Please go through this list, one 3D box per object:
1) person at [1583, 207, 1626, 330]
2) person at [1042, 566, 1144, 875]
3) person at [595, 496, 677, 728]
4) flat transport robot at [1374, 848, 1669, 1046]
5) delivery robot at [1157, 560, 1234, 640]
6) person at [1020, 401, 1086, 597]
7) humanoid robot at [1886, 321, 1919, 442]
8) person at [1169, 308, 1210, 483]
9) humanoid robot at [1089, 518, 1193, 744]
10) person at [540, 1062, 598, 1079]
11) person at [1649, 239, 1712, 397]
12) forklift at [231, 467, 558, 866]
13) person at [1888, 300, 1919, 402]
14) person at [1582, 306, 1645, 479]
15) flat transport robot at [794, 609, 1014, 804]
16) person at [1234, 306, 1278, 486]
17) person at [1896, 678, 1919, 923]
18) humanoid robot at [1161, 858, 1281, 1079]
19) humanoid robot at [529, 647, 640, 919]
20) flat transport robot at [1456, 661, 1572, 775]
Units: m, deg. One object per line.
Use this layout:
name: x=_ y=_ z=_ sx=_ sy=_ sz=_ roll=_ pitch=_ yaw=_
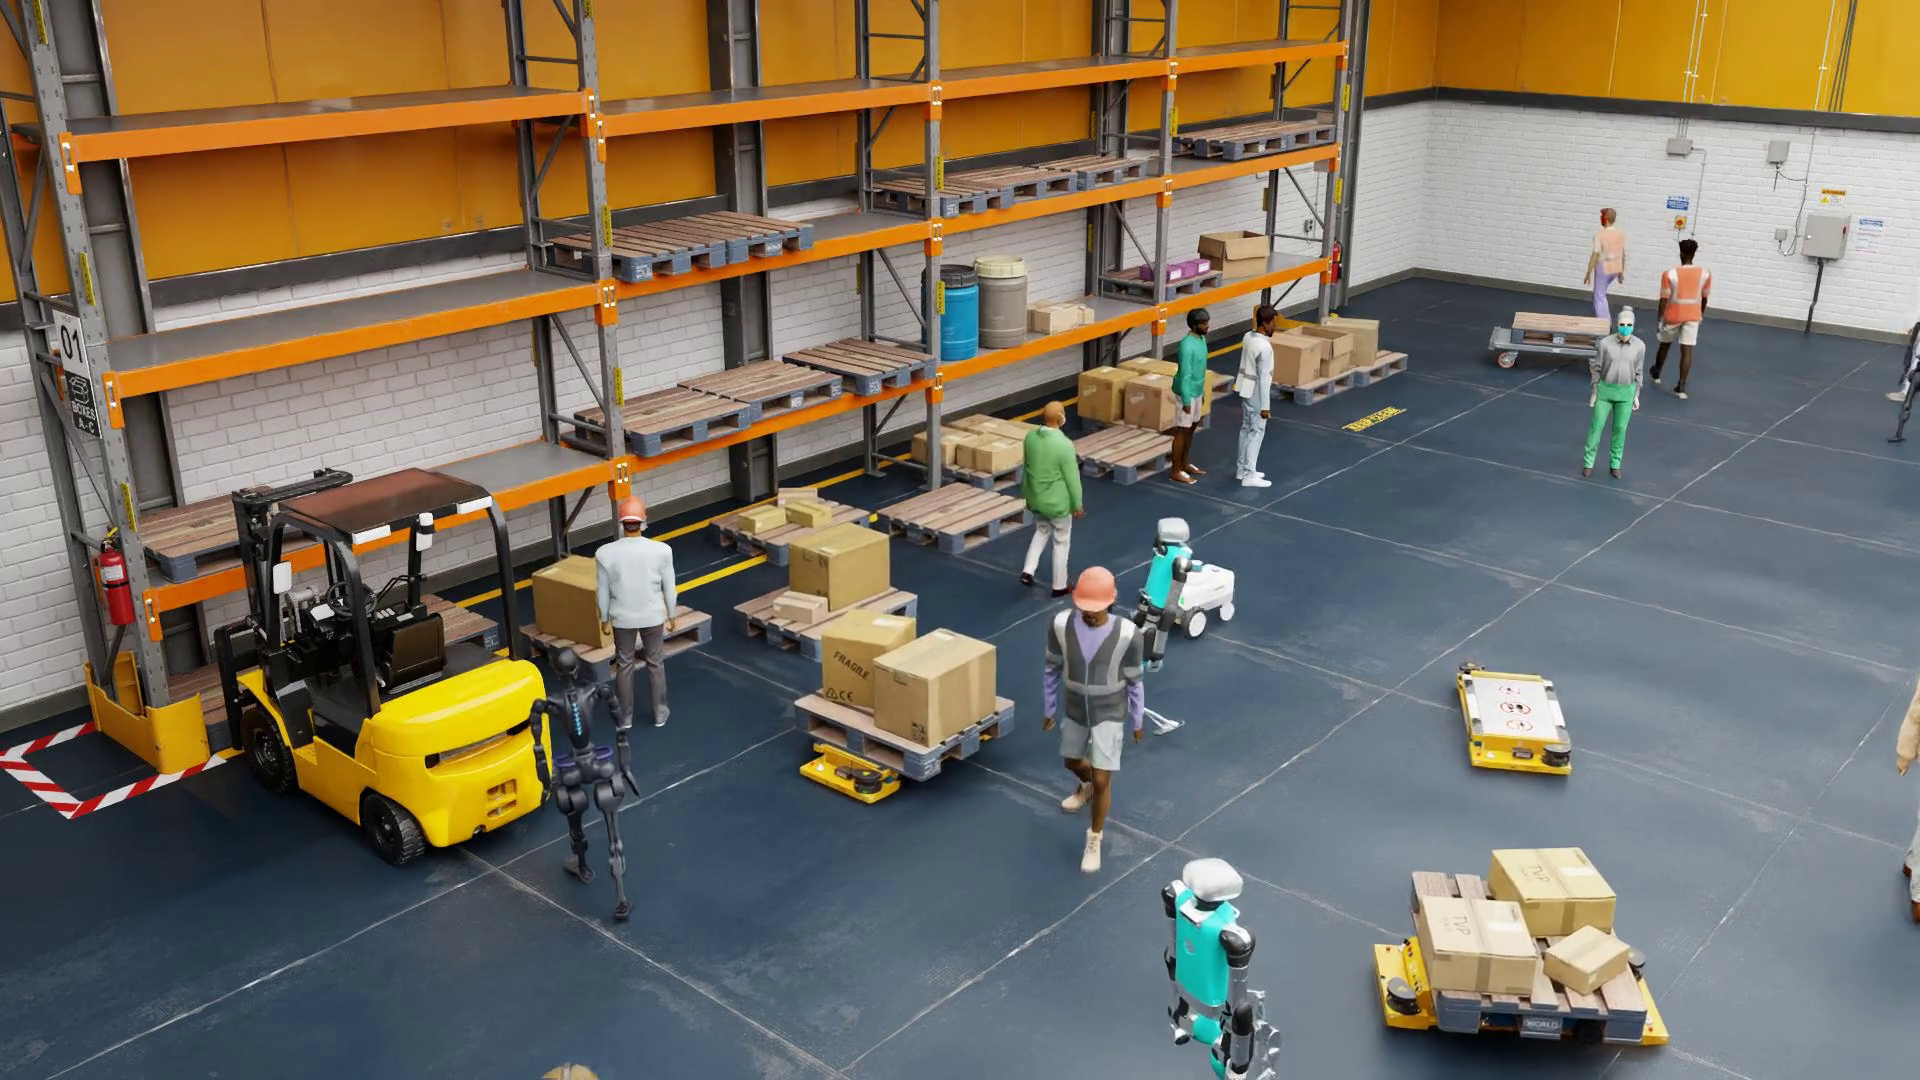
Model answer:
person: x=9.105 y=-3.763 z=23.491 sx=0.577 sy=1.825 sz=0.458 roll=-12 pitch=23 yaw=-30
person: x=0.859 y=1.009 z=10.330 sx=0.634 sy=2.000 sz=0.858 roll=8 pitch=22 yaw=20
person: x=-2.324 y=0.524 z=12.007 sx=0.571 sy=1.740 sz=0.351 roll=-4 pitch=21 yaw=-10
flat transport robot: x=3.009 y=2.416 z=9.005 sx=1.431 sy=0.231 sz=0.659 roll=2 pitch=20 yaw=7
delivery robot: x=1.936 y=0.479 z=13.868 sx=0.808 sy=0.614 sz=0.499 roll=-17 pitch=26 yaw=-39
person: x=0.802 y=-0.345 z=14.308 sx=0.465 sy=1.769 sz=0.565 roll=-19 pitch=28 yaw=-41
humanoid robot: x=10.930 y=-1.891 z=18.735 sx=0.785 sy=1.646 sz=0.608 roll=-10 pitch=22 yaw=-24
person: x=2.398 y=-1.524 z=17.420 sx=0.386 sy=1.841 sz=0.492 roll=10 pitch=22 yaw=25
humanoid robot: x=1.133 y=0.701 z=11.566 sx=1.002 sy=1.715 sz=0.537 roll=-4 pitch=21 yaw=-10
person: x=-1.245 y=2.664 z=5.980 sx=0.904 sy=1.910 sz=0.630 roll=-3 pitch=21 yaw=-9
person: x=9.003 y=-2.809 z=20.789 sx=0.610 sy=1.909 sz=1.018 roll=4 pitch=21 yaw=11
forklift: x=-3.730 y=0.710 z=10.856 sx=2.313 sy=2.155 sz=1.214 roll=17 pitch=26 yaw=38
person: x=11.855 y=-2.562 z=20.214 sx=0.746 sy=1.864 sz=0.347 roll=15 pitch=25 yaw=36
person: x=6.896 y=-1.552 z=17.493 sx=0.510 sy=1.838 sz=0.344 roll=4 pitch=21 yaw=12
flat transport robot: x=-0.389 y=1.424 z=11.692 sx=0.659 sy=0.231 sz=1.431 roll=16 pitch=26 yaw=37
person: x=3.067 y=-1.487 z=17.224 sx=0.410 sy=1.907 sz=0.597 roll=-3 pitch=21 yaw=-9
person: x=5.821 y=1.332 z=9.664 sx=0.551 sy=1.835 sz=0.863 roll=3 pitch=20 yaw=9
humanoid robot: x=1.297 y=2.186 z=7.579 sx=1.016 sy=1.765 sz=0.536 roll=-12 pitch=23 yaw=-30
humanoid robot: x=-2.194 y=1.396 z=9.797 sx=0.594 sy=1.622 sz=0.751 roll=-7 pitch=22 yaw=-19
flat transport robot: x=4.004 y=1.282 z=12.076 sx=0.659 sy=0.231 sz=1.431 roll=4 pitch=21 yaw=11
